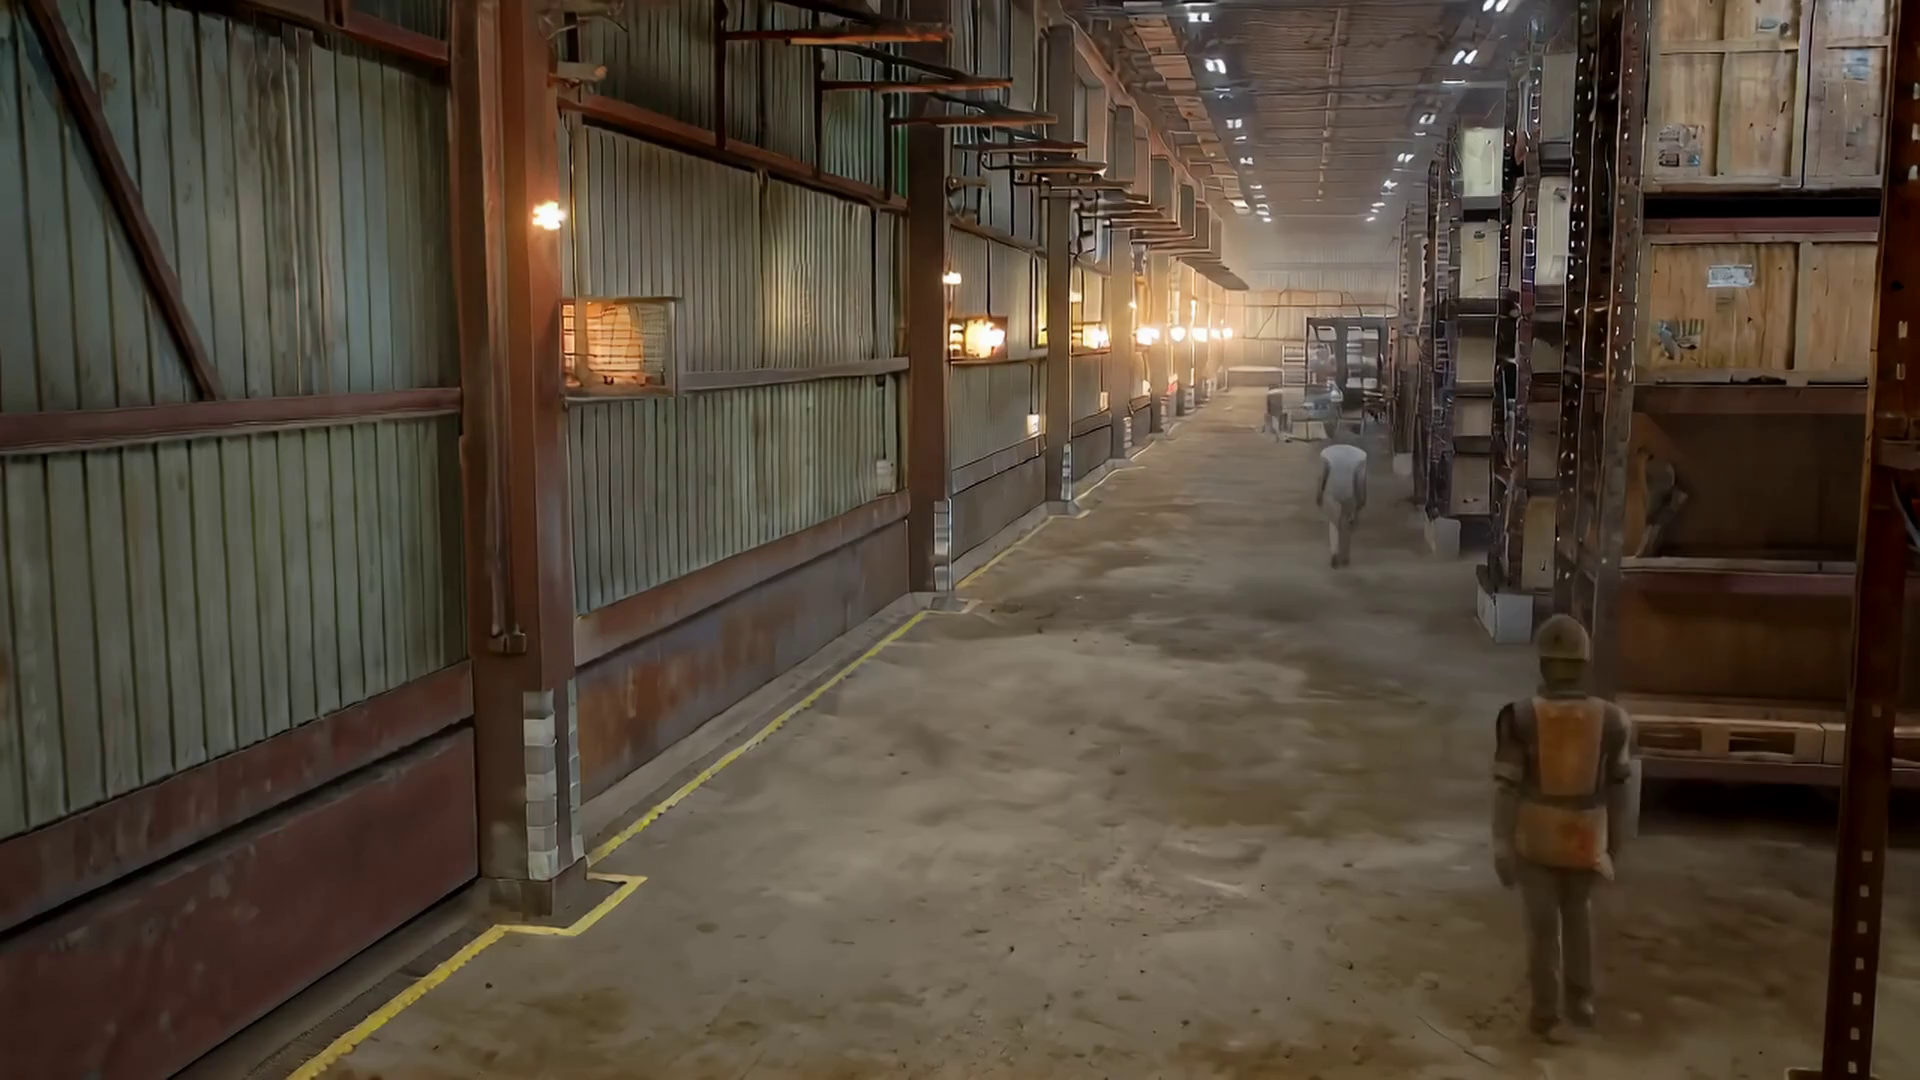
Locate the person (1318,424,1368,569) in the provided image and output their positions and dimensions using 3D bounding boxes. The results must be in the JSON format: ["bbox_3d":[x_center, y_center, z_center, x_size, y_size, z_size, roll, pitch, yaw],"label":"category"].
[{"bbox_3d":[5.014,-0.568,21.828,0.631,1.911,0.947,2,7,14],"label":"person"}]

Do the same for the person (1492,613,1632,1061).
[{"bbox_3d":[2.518,1.270,6.997,0.561,1.927,0.522,1,7,9],"label":"person"}]

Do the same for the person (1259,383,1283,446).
[{"bbox_3d":[8.566,-3.451,45.631,0.557,1.708,0.844,-3,8,-23],"label":"person"}]
